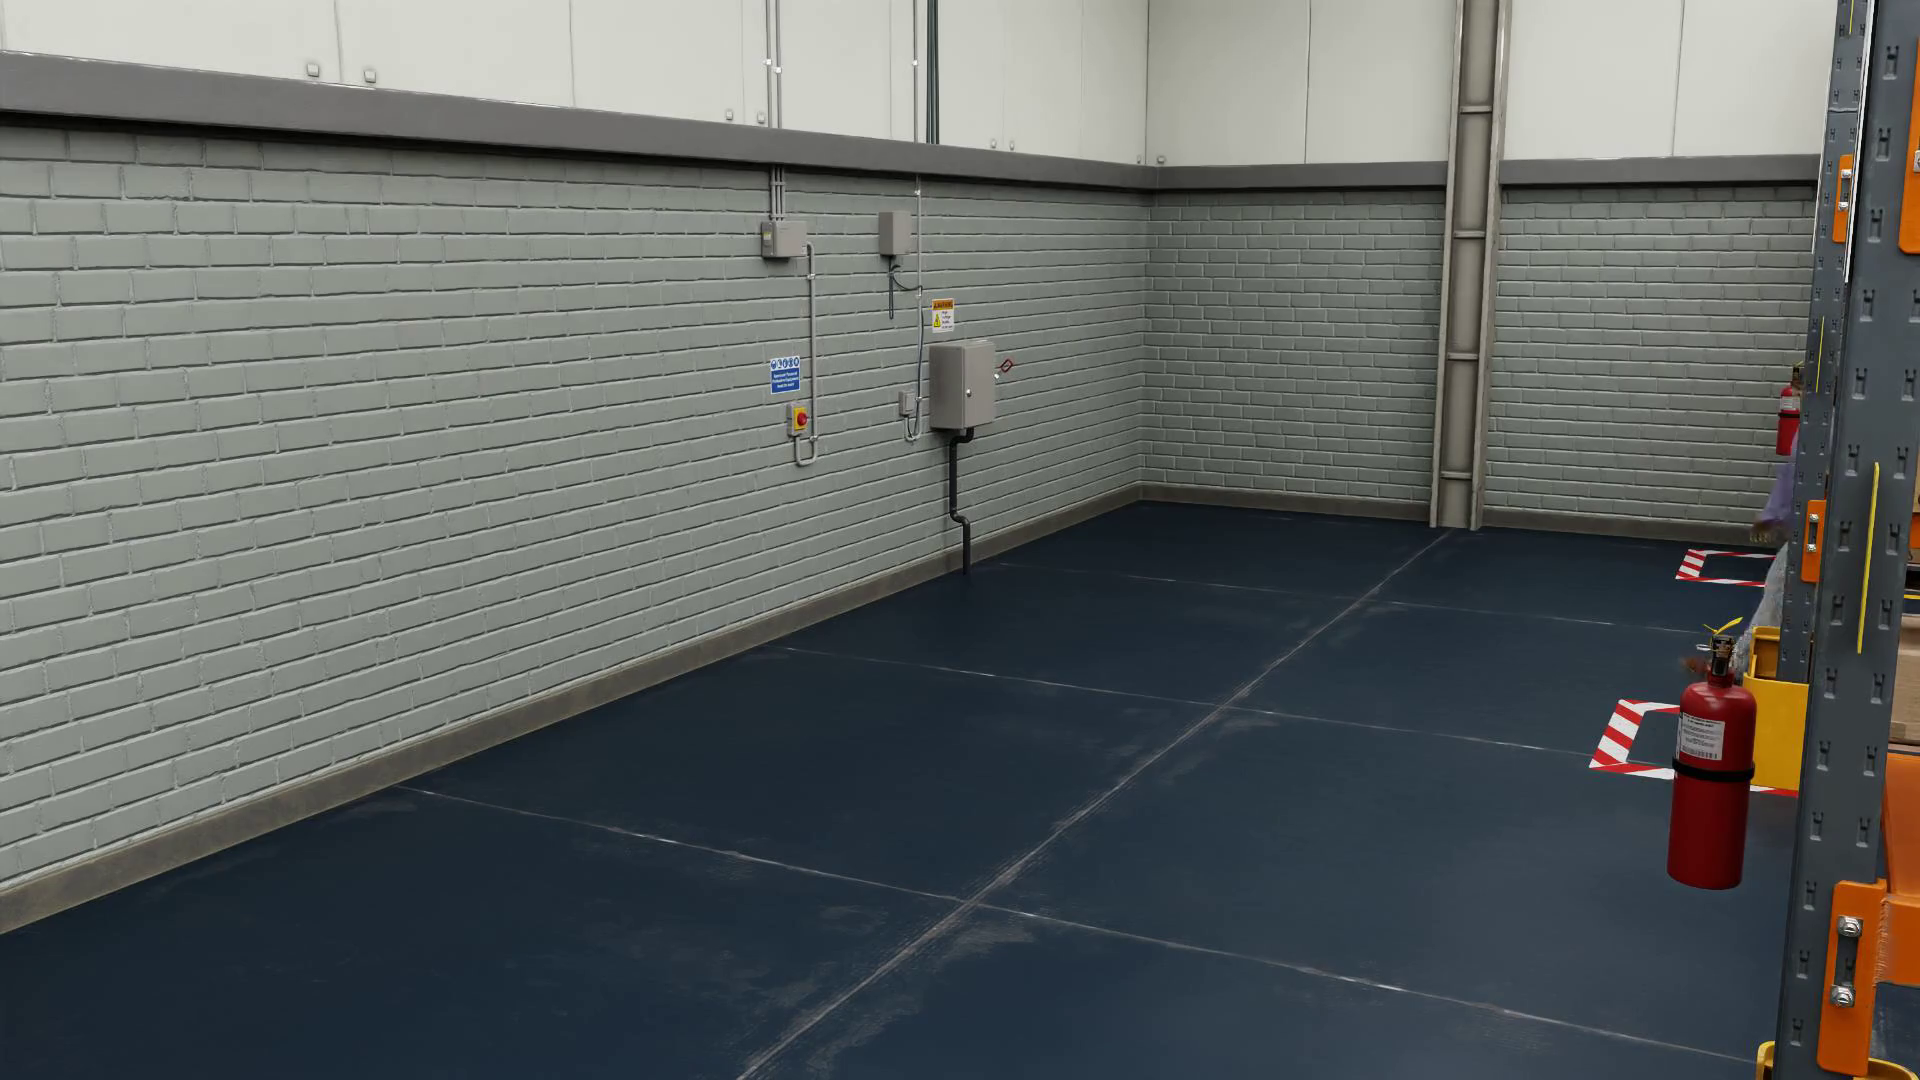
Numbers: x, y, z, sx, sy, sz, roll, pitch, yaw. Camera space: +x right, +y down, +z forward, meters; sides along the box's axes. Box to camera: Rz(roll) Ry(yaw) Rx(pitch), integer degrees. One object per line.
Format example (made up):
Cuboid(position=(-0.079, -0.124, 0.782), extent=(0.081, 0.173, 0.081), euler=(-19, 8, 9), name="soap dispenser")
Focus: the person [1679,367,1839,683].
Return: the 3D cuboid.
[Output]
Cuboid(position=(4.523, -0.041, 8.935), extent=(1.054, 1.864, 0.660), euler=(4, 11, 23), name="person")
